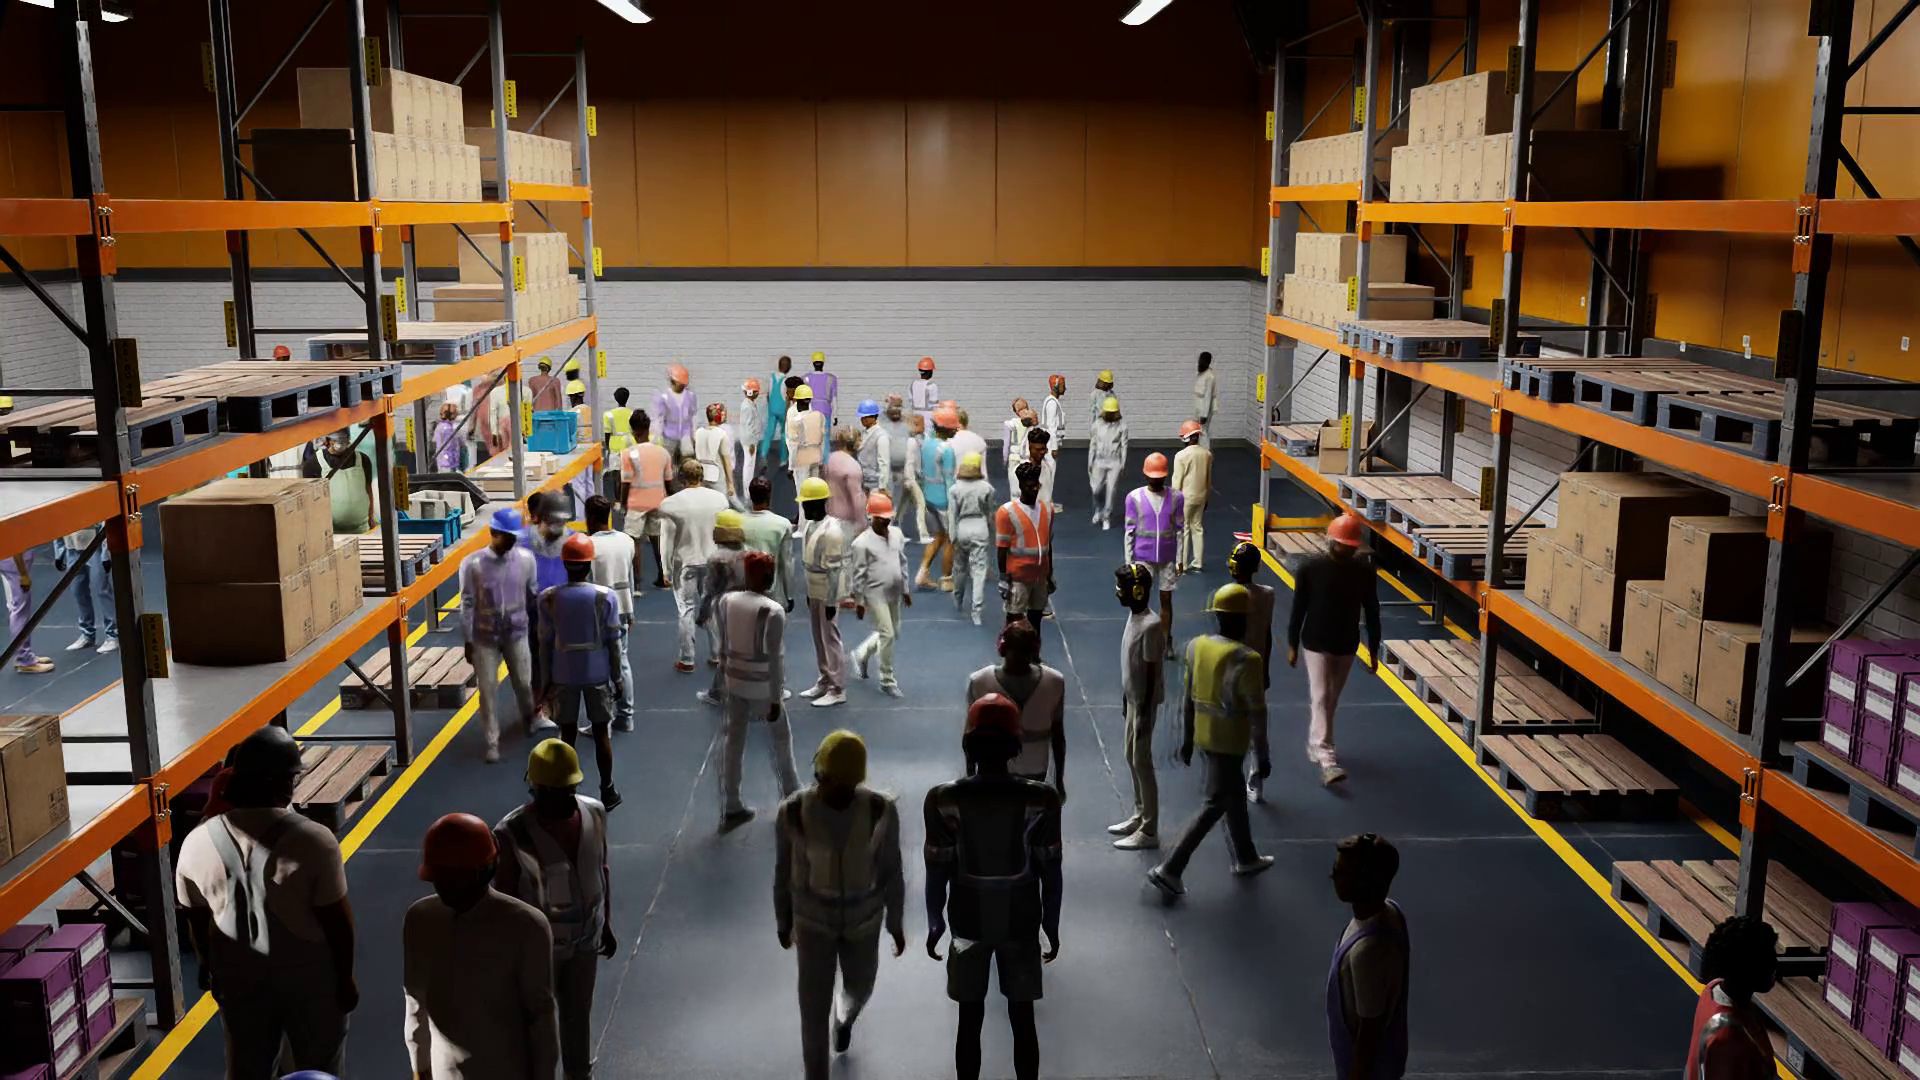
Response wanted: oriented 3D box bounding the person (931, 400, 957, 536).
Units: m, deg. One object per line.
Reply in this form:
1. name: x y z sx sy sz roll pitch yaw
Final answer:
1. person: -0.172 -0.890 20.860 0.355 1.739 0.573 -3 12 -16

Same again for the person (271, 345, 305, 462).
1. person: -10.868 -2.184 26.904 0.559 1.924 0.418 8 14 34

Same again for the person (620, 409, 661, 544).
1. person: -3.938 -0.799 20.634 0.533 1.637 0.937 -4 12 -18

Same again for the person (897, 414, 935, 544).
1. person: -0.531 -0.749 20.454 0.712 1.599 0.535 -1 11 -3

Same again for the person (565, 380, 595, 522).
1. person: -4.902 -1.105 21.494 0.399 1.913 0.595 4 12 20

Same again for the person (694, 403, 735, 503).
1. person: -2.888 -0.688 19.570 0.563 1.847 0.389 9 15 39

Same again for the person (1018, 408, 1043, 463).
1. person: 0.888 -0.838 20.845 0.314 1.639 0.515 -1 11 -6

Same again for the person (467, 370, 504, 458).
1. person: -6.825 -1.592 24.050 0.644 1.865 0.893 5 13 26

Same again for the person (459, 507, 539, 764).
1. person: -3.465 0.681 12.528 0.628 1.926 0.586 -5 12 -22

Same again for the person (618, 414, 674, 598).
1. person: -3.360 -0.352 17.687 0.574 1.933 0.842 10 15 42

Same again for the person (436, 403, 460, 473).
1. person: -6.600 -0.963 21.496 0.318 1.631 0.524 -5 12 -23

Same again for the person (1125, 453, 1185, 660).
1. person: 1.780 0.151 15.179 0.550 1.925 0.392 0 11 -2

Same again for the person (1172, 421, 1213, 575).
1. person: 2.589 -0.479 18.799 0.570 1.739 0.354 -9 14 -37

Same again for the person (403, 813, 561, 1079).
1. person: -1.753 1.934 6.079 0.620 1.986 0.408 3 12 14

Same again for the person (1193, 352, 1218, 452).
1. person: 3.871 -2.044 26.317 0.361 1.873 0.701 -1 11 -7

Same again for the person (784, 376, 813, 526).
1. person: -2.101 -1.163 21.686 0.385 1.958 0.607 3 12 16

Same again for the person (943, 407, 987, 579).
1. person: 0.045 -0.526 18.661 0.679 1.898 0.939 -6 13 -27

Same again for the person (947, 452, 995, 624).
1. person: 0.113 -0.046 16.784 0.474 1.680 0.904 0 11 1

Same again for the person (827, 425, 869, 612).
1. person: -1.052 -0.225 17.056 0.613 1.920 0.665 -5 12 -24

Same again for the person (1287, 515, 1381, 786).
1. person: 2.717 0.778 11.993 0.621 1.927 1.062 -1 11 -6

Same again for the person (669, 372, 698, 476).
1. person: -4.260 -1.770 25.466 0.714 1.649 0.524 -5 12 -22

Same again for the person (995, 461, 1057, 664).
1. person: 0.580 0.290 14.371 0.613 1.961 0.361 -8 14 -35

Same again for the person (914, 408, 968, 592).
1. person: -0.169 -0.412 17.813 0.568 2.009 0.651 -6 13 -28

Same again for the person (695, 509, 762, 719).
1. person: -1.861 0.590 13.537 0.891 1.696 0.492 8 14 34

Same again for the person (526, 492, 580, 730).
1. person: -3.325 0.555 13.197 0.409 1.907 0.598 3 12 15

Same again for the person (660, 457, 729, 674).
1. person: -2.352 0.227 14.790 0.635 1.932 0.363 -6 13 -26

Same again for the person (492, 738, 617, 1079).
1. person: -1.769 1.753 7.360 0.404 1.834 0.592 10 15 41

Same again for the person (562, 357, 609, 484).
1. person: -5.694 -1.775 24.891 0.644 1.926 0.627 2 11 9

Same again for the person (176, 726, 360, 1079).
1. person: -2.792 1.744 6.889 0.673 2.000 0.535 1 11 5

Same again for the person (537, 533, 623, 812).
1. person: -2.578 0.907 11.342 0.552 1.935 0.365 -1 11 -6

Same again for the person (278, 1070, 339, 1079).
1. person: -1.630 2.291 4.408 0.418 1.939 0.607 -6 13 -28

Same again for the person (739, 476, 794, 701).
1. person: -1.666 0.422 13.862 0.586 1.910 0.395 3 12 12

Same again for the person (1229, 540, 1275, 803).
1. person: 1.925 0.923 11.432 0.531 1.870 0.316 -8 14 -35

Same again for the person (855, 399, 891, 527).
1. person: -1.019 -0.667 19.242 0.416 1.939 0.610 -6 13 -28

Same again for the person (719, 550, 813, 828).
1. person: -1.322 0.967 11.244 0.600 1.846 0.883 7 13 32

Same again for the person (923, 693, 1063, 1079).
1. person: 0.144 1.666 7.297 0.605 2.034 0.390 0 11 0
